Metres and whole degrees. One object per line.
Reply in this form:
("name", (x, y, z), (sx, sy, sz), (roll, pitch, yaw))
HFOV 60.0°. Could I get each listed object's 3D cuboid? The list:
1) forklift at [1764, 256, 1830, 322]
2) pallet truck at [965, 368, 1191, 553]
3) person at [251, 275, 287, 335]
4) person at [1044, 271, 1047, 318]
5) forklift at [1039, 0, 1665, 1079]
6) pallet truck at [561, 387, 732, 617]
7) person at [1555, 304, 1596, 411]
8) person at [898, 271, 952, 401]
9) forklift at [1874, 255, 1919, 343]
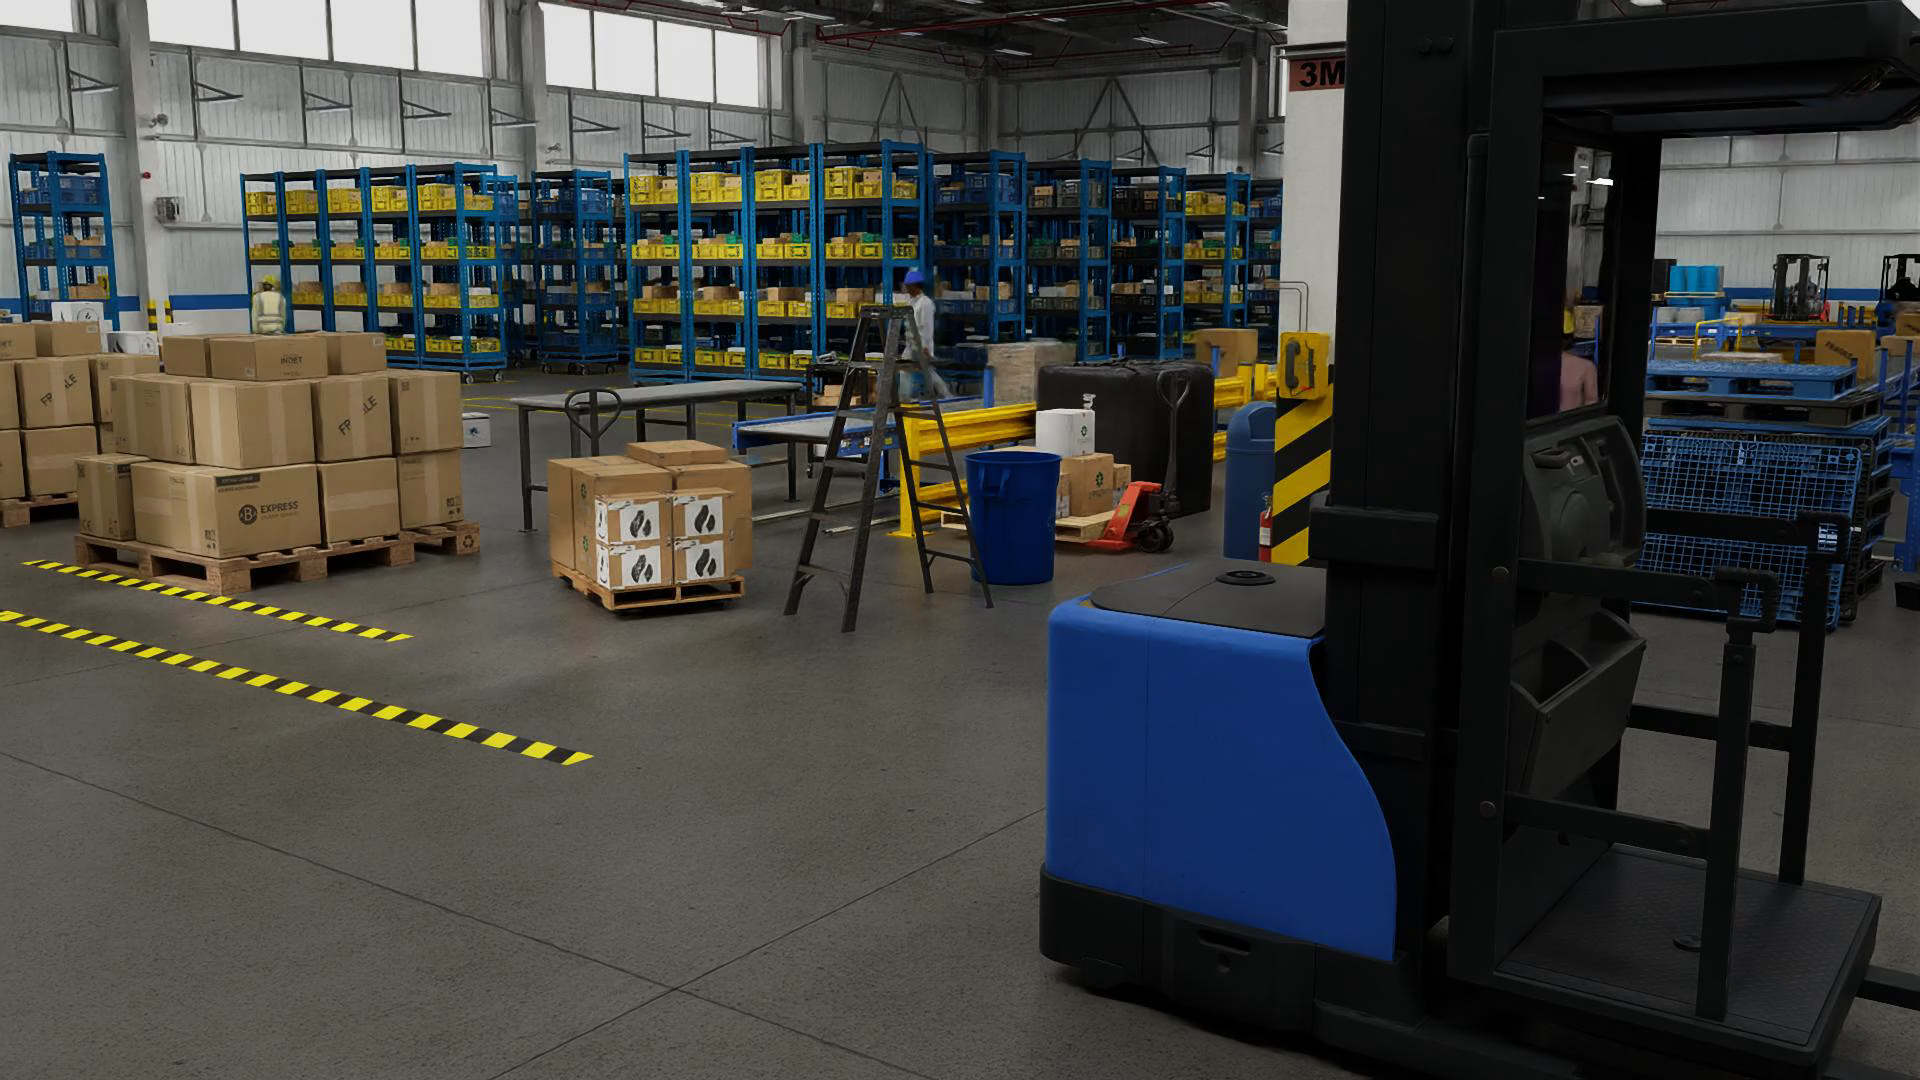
("forklift", (20.253, -5.854, 40.139), (1.157, 1.987, 2.680), (7, 12, 35))
("pallet truck", (0.845, -0.609, 11.869), (1.630, 1.274, 0.653), (7, 12, 35))
("person", (-11.747, -3.601, 28.288), (0.610, 1.781, 0.917), (-7, 12, -36))
("person", (1.974, -5.592, 39.986), (0.580, 1.832, 0.404), (7, 12, 37))
("forklift", (1.249, -0.137, 4.360), (1.873, 2.768, 1.129), (7, 12, 35))
("pallet truck", (-1.981, -0.274, 10.088), (0.680, 1.201, 1.601), (-5, 11, -28))
("person", (4.168, -0.794, 11.692), (0.536, 1.738, 0.831), (2, 10, 10))
("person", (-0.498, -2.563, 21.755), (0.995, 1.895, 0.629), (-7, 12, -35))
("forklift", (22.089, -5.634, 38.796), (1.157, 1.987, 2.680), (6, 11, 33))
